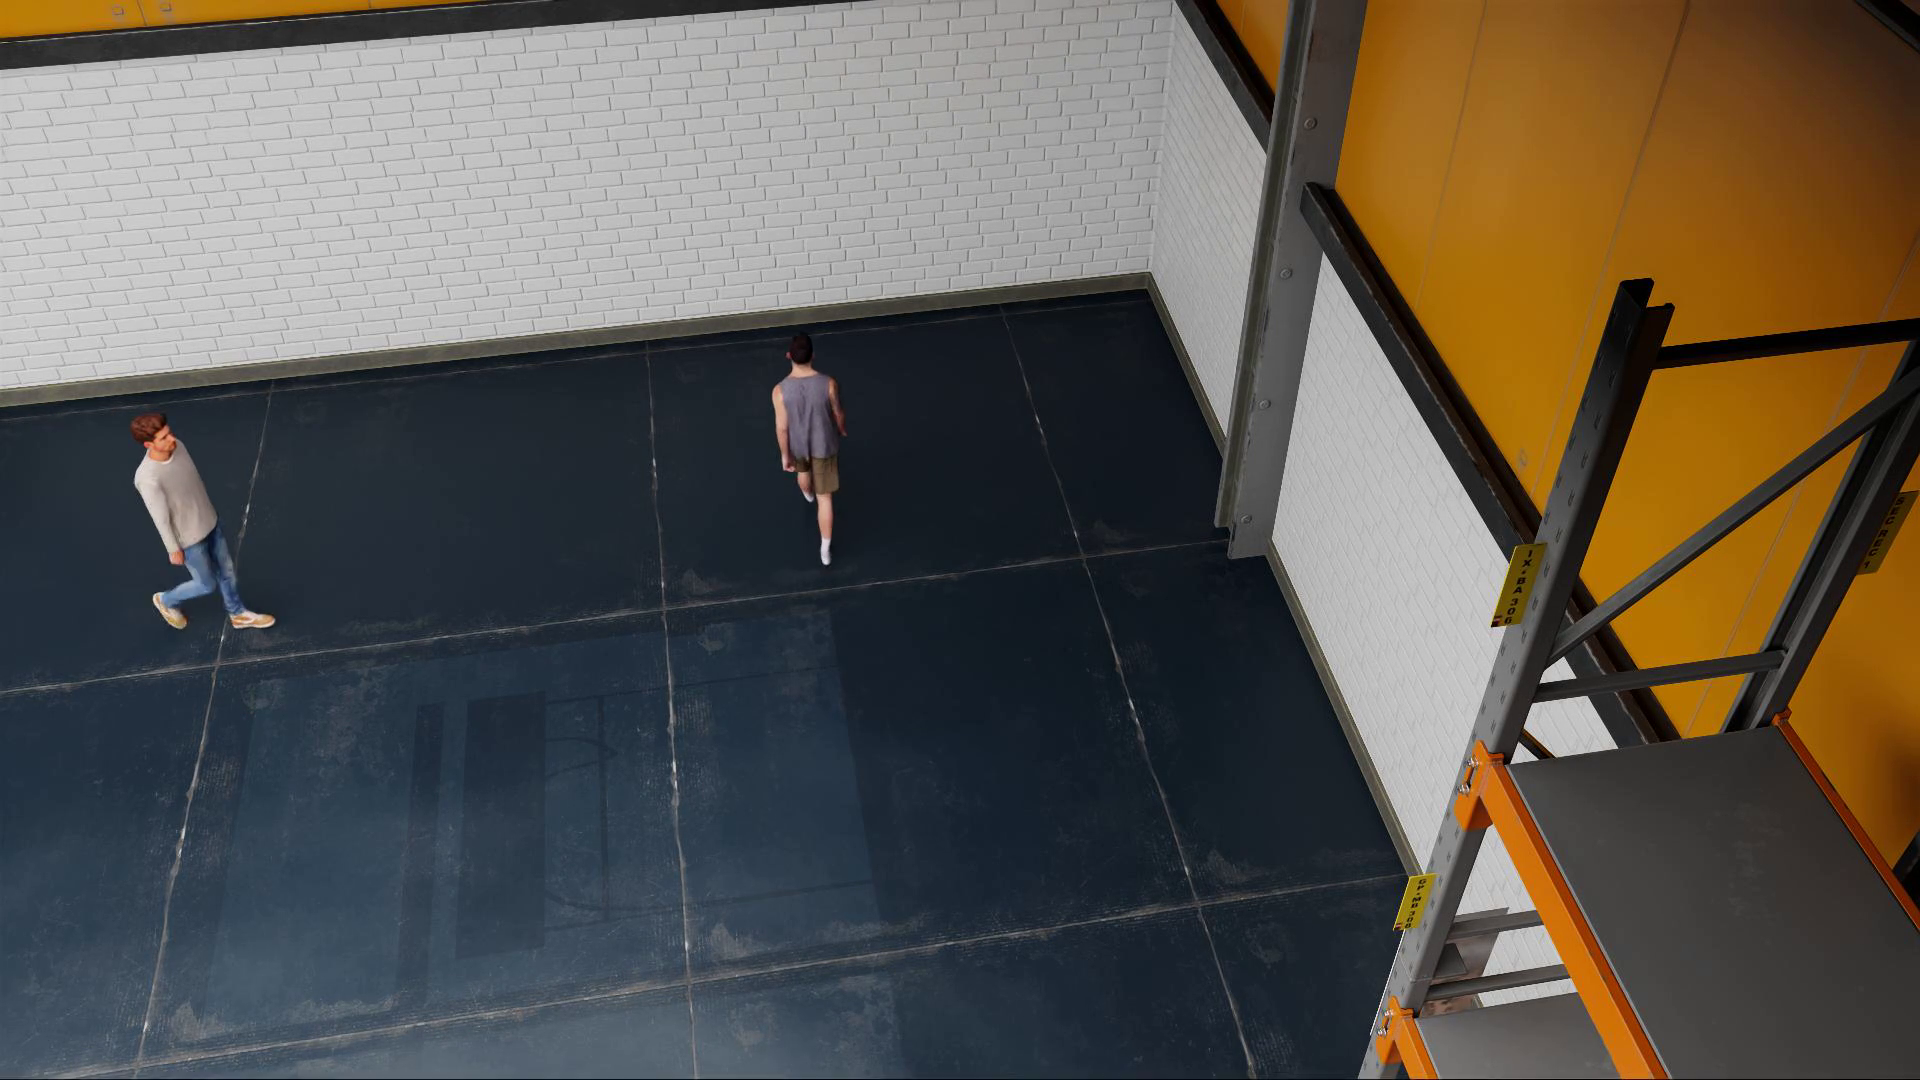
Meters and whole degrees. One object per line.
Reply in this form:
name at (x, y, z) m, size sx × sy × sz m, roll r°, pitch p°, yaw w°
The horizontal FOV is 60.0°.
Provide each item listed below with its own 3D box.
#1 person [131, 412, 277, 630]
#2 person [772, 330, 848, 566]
person at (-5.085, -0.081, 10.829) m, size 0.854 × 1.888 × 0.972 m, roll 3°, pitch 44°, yaw 3°
person at (-1.021, -0.591, 11.611) m, size 0.730 × 1.792 × 1.218 m, roll -2°, pitch 44°, yaw -3°
